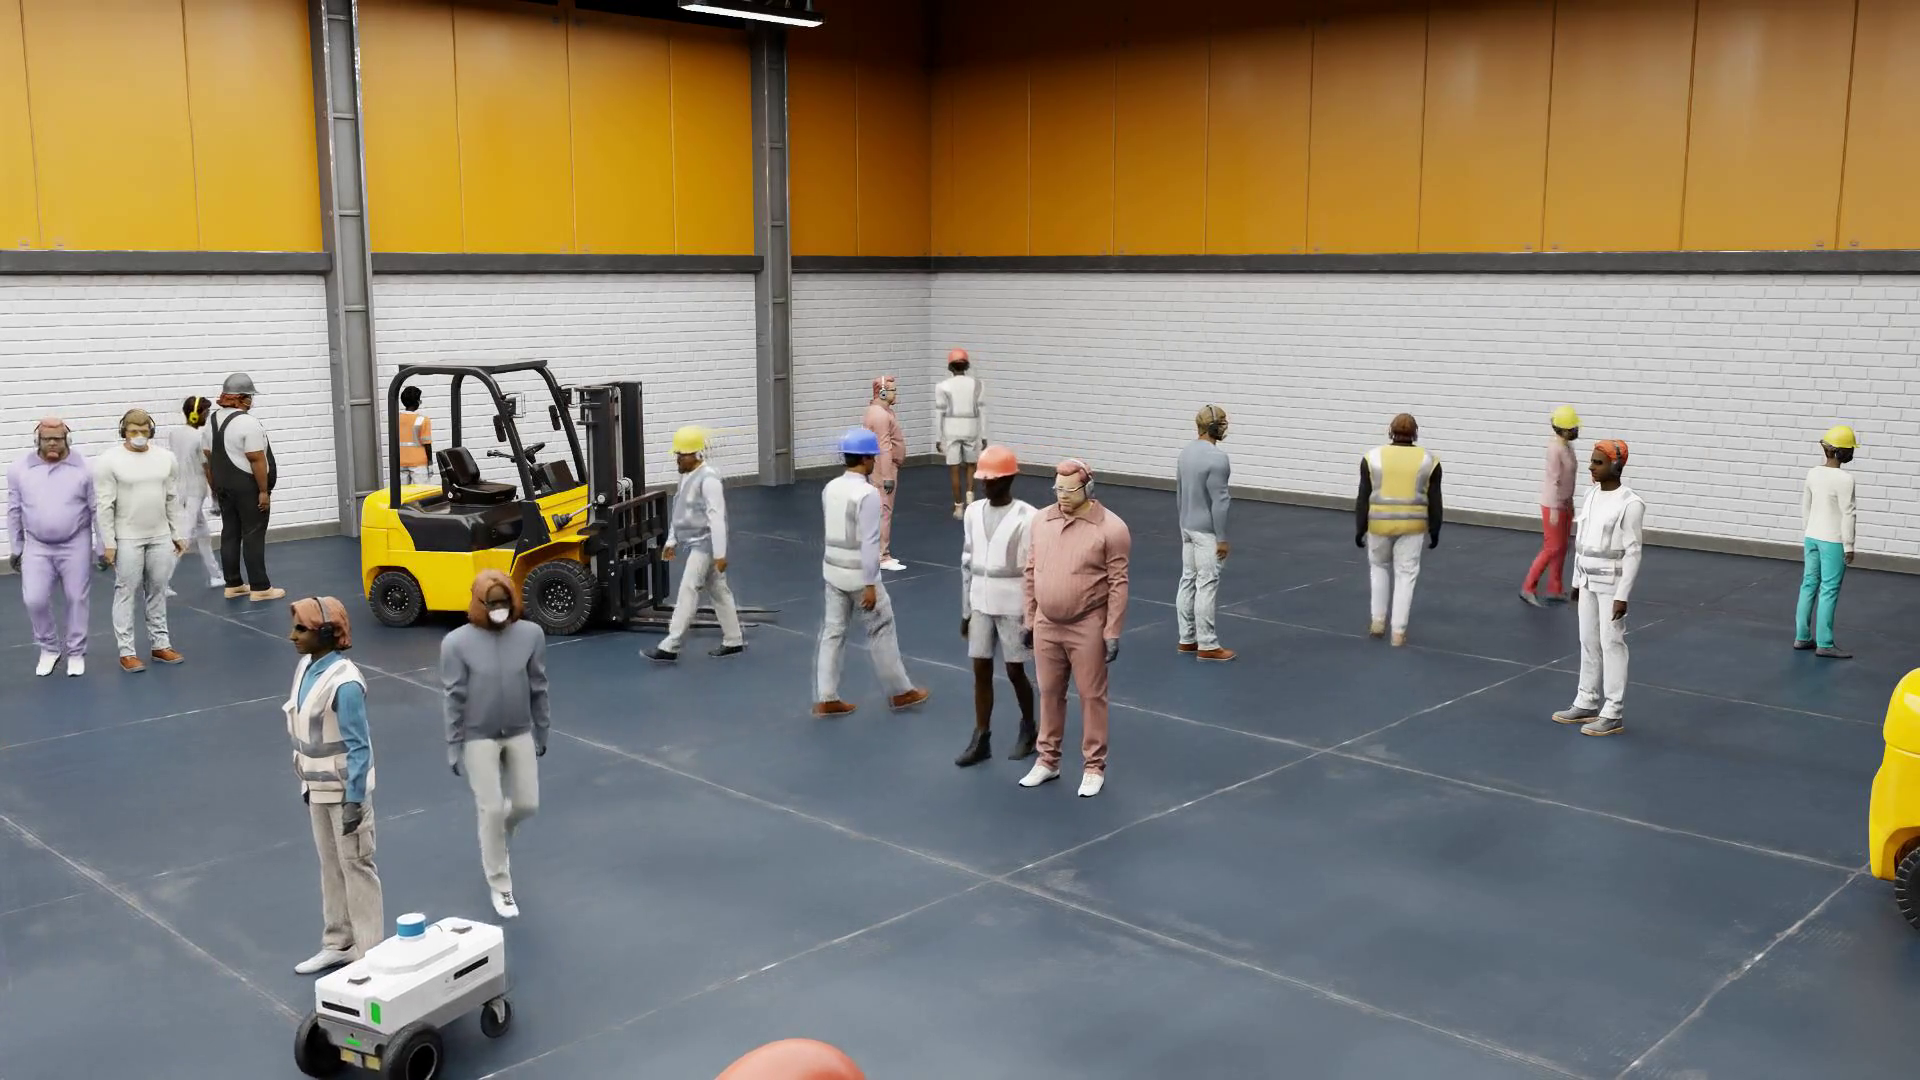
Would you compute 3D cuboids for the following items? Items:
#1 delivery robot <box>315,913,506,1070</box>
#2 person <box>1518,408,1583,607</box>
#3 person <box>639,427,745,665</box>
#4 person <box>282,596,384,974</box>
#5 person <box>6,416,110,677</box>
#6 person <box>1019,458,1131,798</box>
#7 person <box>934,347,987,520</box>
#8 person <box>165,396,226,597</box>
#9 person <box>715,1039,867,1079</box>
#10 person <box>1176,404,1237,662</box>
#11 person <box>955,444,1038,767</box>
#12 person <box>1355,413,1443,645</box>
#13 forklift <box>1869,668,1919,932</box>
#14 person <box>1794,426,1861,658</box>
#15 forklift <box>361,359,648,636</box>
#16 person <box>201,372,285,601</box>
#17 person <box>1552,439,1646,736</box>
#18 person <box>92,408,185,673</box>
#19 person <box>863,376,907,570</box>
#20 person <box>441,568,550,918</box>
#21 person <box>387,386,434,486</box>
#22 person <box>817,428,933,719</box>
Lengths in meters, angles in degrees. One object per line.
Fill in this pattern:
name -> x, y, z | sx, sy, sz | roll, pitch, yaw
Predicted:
delivery robot -> -2.025, 1.631, 6.171 | 0.477, 0.478, 0.707 | 5, 10, 26
person -> 5.226, -0.288, 14.607 | 0.442, 1.752, 0.580 | 6, 11, 35
person -> -2.037, 0.044, 12.434 | 0.897, 1.774, 0.591 | -3, 10, -20
person -> -2.557, 1.032, 6.808 | 0.315, 1.641, 0.514 | -8, 12, -42
person -> -6.496, 0.054, 12.007 | 0.682, 1.892, 0.456 | -3, 10, -19
person -> 0.620, 0.487, 9.354 | 0.638, 1.903, 0.406 | 6, 11, 31
person -> -0.005, -1.245, 19.552 | 0.619, 2.031, 0.416 | -2, 9, -11
person -> -7.017, -0.401, 15.110 | 0.562, 1.818, 0.968 | 5, 11, 29
person -> -0.218, 1.609, 2.181 | 0.611, 1.996, 0.379 | 6, 11, 33
person -> 1.849, -0.056, 12.565 | 0.379, 1.940, 0.629 | -3, 10, -20
person -> 0.238, 0.390, 9.896 | 0.552, 1.944, 0.478 | 6, 11, 34
person -> 3.493, -0.106, 13.231 | 0.663, 1.817, 0.736 | 3, 10, 16
forklift -> 5.205, 0.723, 7.013 | 2.313, 2.155, 1.214 | 9, 13, 43
person -> 6.639, 0.011, 12.687 | 0.310, 1.768, 0.533 | -1, 9, -8
forklift -> -3.850, -0.407, 13.936 | 2.313, 2.155, 1.214 | 2, 9, 11
person -> -6.380, -0.484, 14.883 | 0.689, 2.000, 0.537 | 5, 11, 29
person -> 4.081, 0.297, 10.578 | 0.355, 1.882, 0.575 | -2, 10, -13
person -> -6.040, -0.008, 12.292 | 0.378, 1.934, 0.629 | 6, 11, 34
person -> -0.734, -0.659, 16.367 | 0.408, 1.909, 0.642 | -2, 9, -12
person -> -2.157, 0.905, 7.702 | 0.503, 1.610, 0.510 | -7, 11, -35
person -> -5.923, -0.817, 17.999 | 0.534, 1.691, 0.318 | 3, 10, 17
person -> -0.584, 0.216, 10.970 | 0.863, 1.909, 0.644 | -7, 11, -36
